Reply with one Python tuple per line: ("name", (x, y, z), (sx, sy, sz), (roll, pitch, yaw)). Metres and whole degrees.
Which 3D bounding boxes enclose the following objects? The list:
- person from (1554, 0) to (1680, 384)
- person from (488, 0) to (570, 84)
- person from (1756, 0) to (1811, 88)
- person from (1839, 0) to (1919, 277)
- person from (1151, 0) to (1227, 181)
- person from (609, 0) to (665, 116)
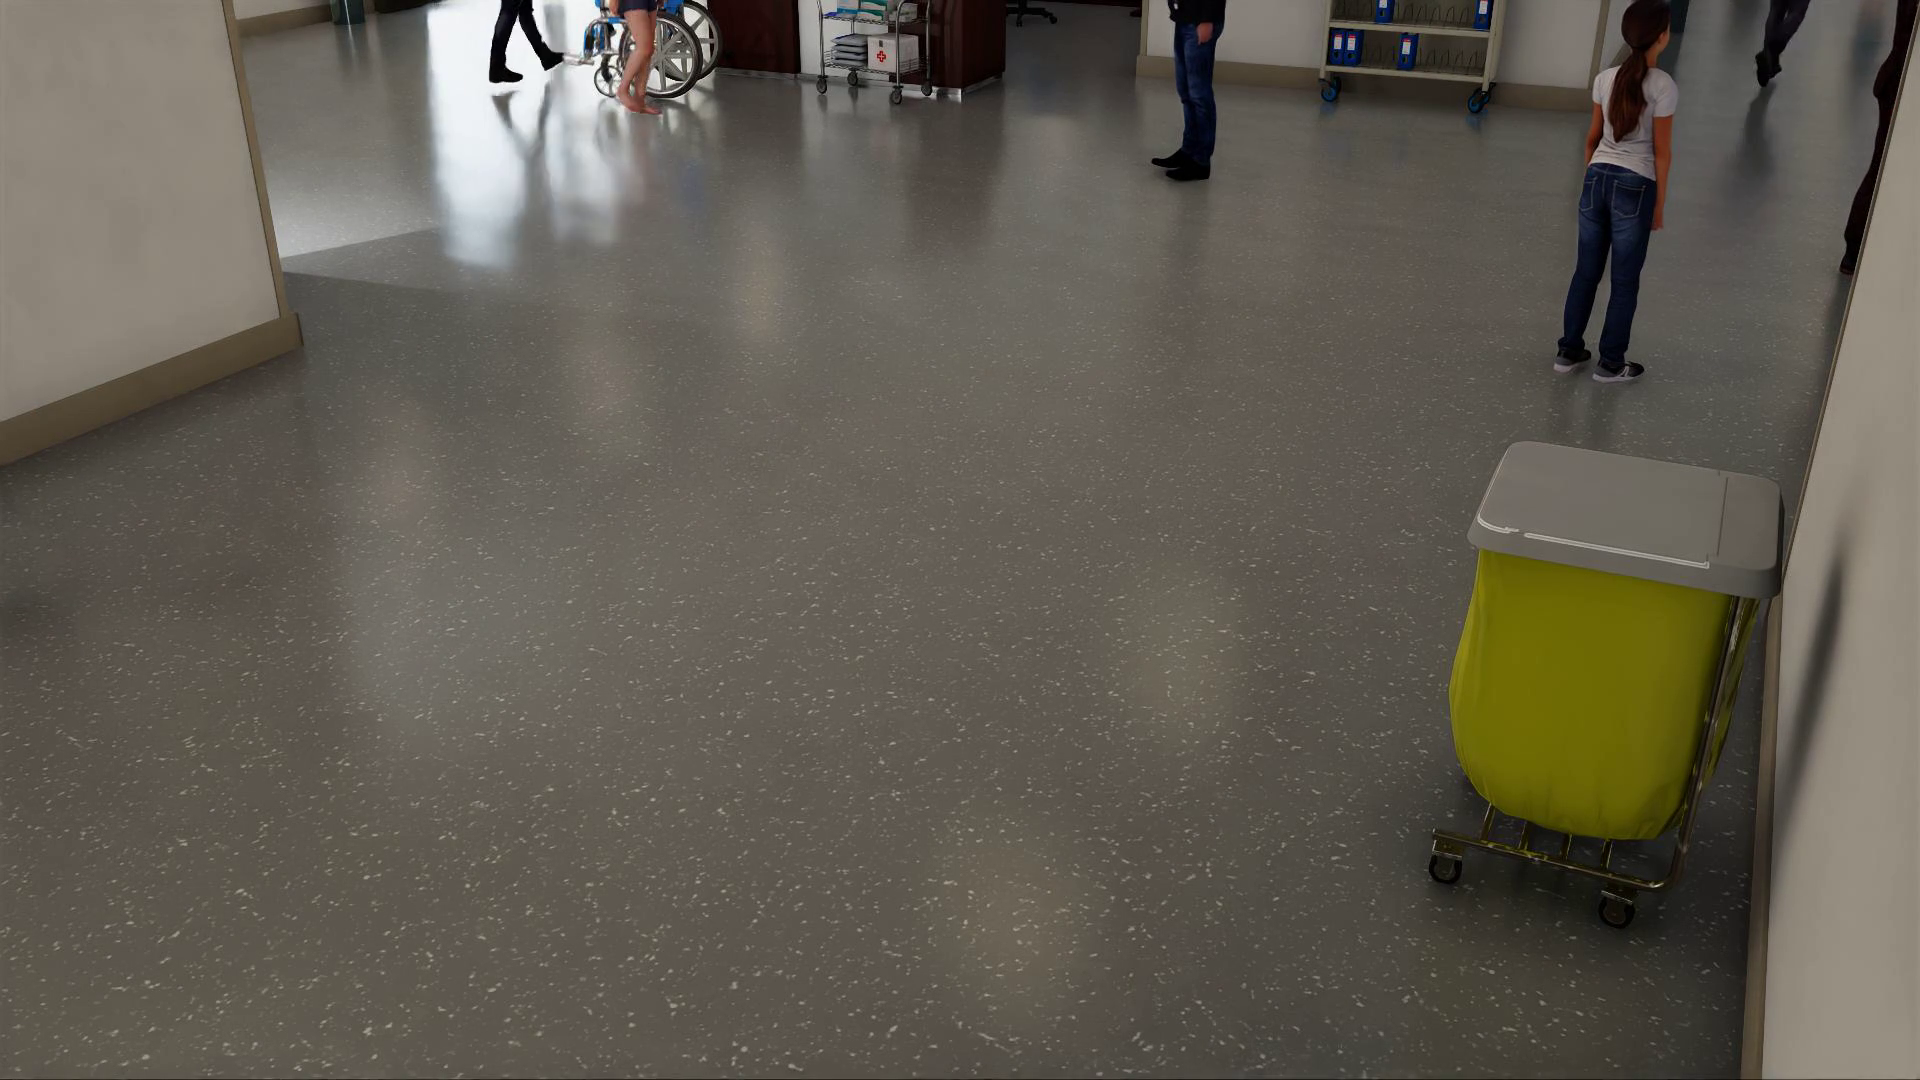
("person", (2.734, -1.441, 6.881), (0.676, 1.562, 0.585), (-19, 31, -33))
("person", (-3.521, -4.450, 12.782), (1.140, 1.856, 0.944), (20, 32, 35))
("person", (6.365, -4.414, 12.767), (1.157, 1.804, 0.937), (21, 33, 37))
("person", (4.681, -2.242, 8.195), (0.632, 1.862, 0.705), (15, 30, 29))
("person", (1.445, -3.149, 10.040), (0.774, 1.894, 0.763), (-3, 26, -7))
("person", (-2.355, -3.877, 11.777), (0.577, 1.697, 0.575), (12, 28, 23))
